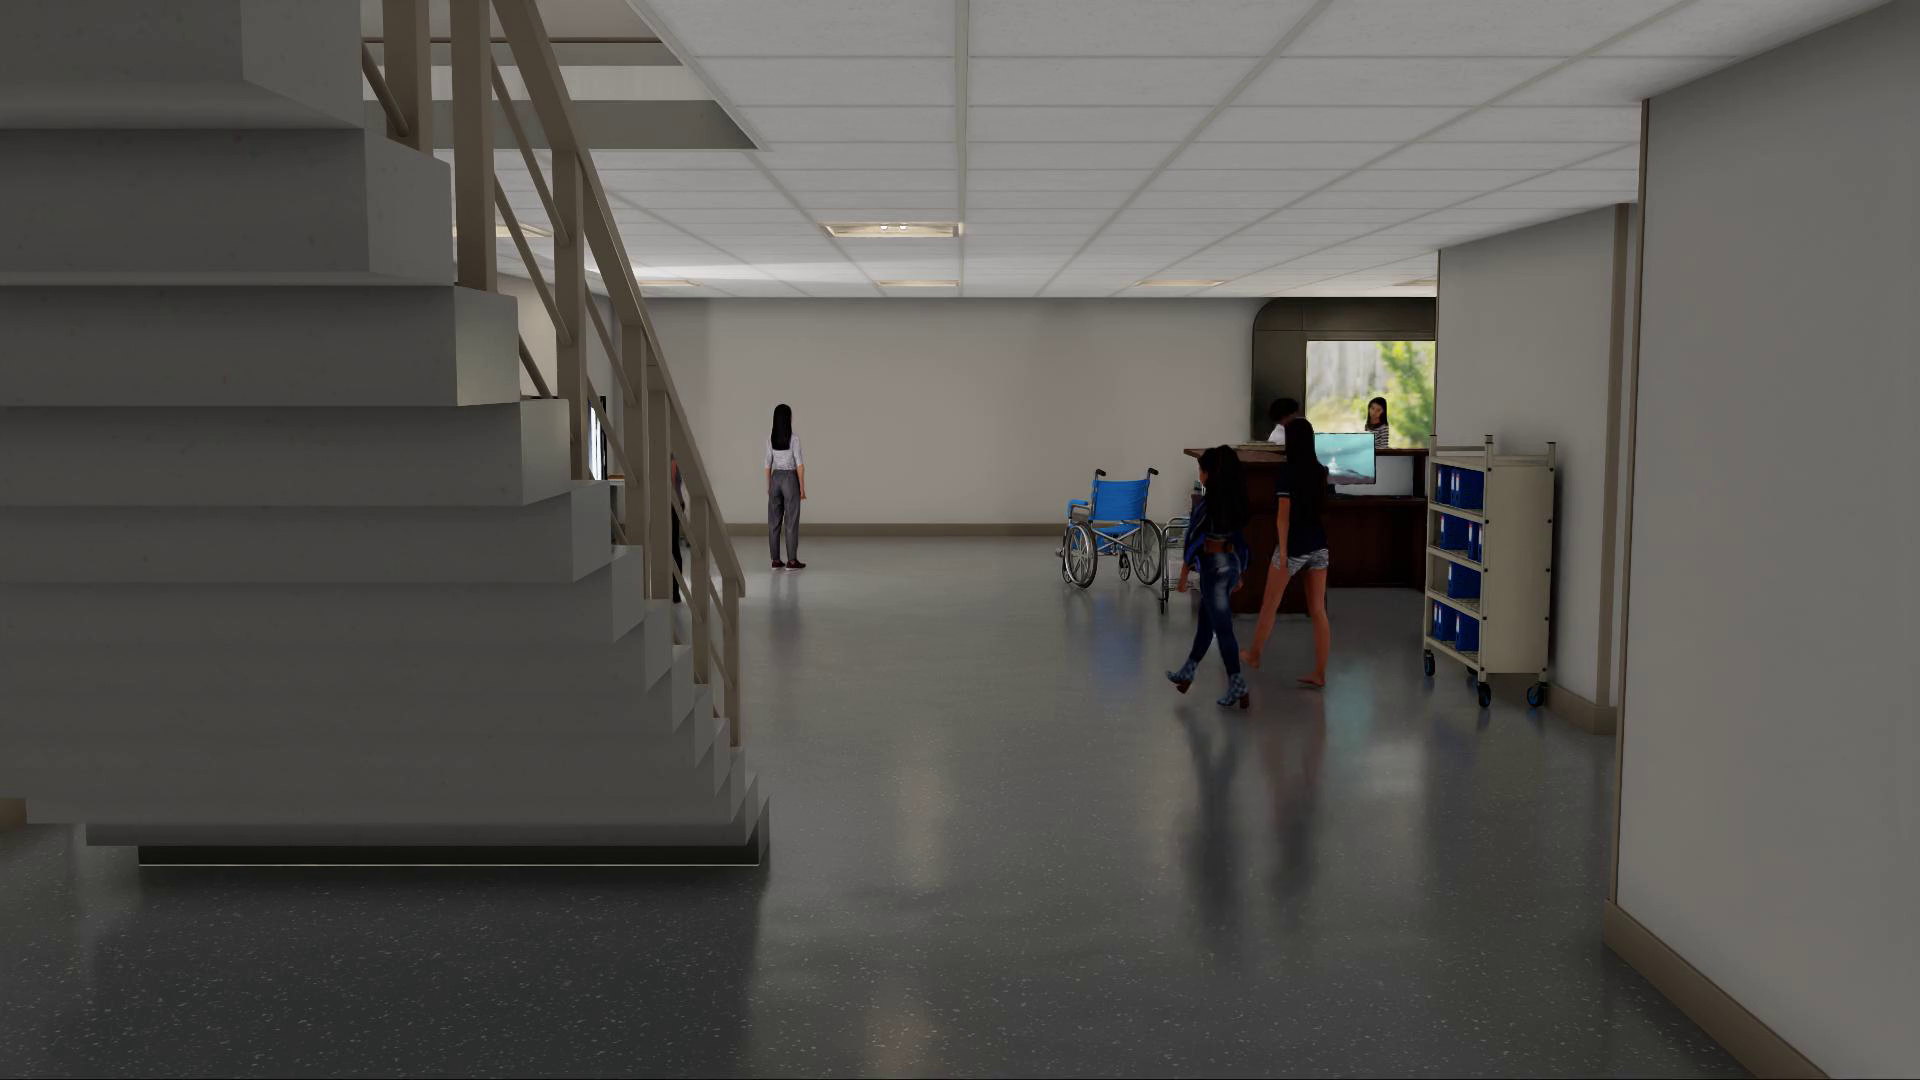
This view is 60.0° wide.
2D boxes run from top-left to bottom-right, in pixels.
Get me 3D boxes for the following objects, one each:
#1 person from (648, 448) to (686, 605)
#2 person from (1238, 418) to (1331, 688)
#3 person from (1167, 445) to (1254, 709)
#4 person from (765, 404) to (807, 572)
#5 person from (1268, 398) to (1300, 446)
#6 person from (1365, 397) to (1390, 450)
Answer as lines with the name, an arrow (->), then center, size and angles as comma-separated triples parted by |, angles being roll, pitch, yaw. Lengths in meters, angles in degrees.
person -> -2.559, -0.304, 14.815 | 0.798, 1.745, 0.728 | -5, 7, -39
person -> 2.279, 0.107, 10.808 | 0.859, 1.729, 1.107 | -3, 6, -26
person -> 1.628, 0.242, 10.144 | 1.020, 1.594, 0.964 | 6, 8, 44
person -> -1.839, -0.555, 17.362 | 0.684, 1.734, 0.674 | 3, 6, 26
person -> 3.153, -0.524, 16.825 | 0.721, 1.780, 0.904 | 0, 6, 2
person -> 4.840, -0.749, 19.107 | 0.795, 1.770, 0.754 | -2, 6, -15
